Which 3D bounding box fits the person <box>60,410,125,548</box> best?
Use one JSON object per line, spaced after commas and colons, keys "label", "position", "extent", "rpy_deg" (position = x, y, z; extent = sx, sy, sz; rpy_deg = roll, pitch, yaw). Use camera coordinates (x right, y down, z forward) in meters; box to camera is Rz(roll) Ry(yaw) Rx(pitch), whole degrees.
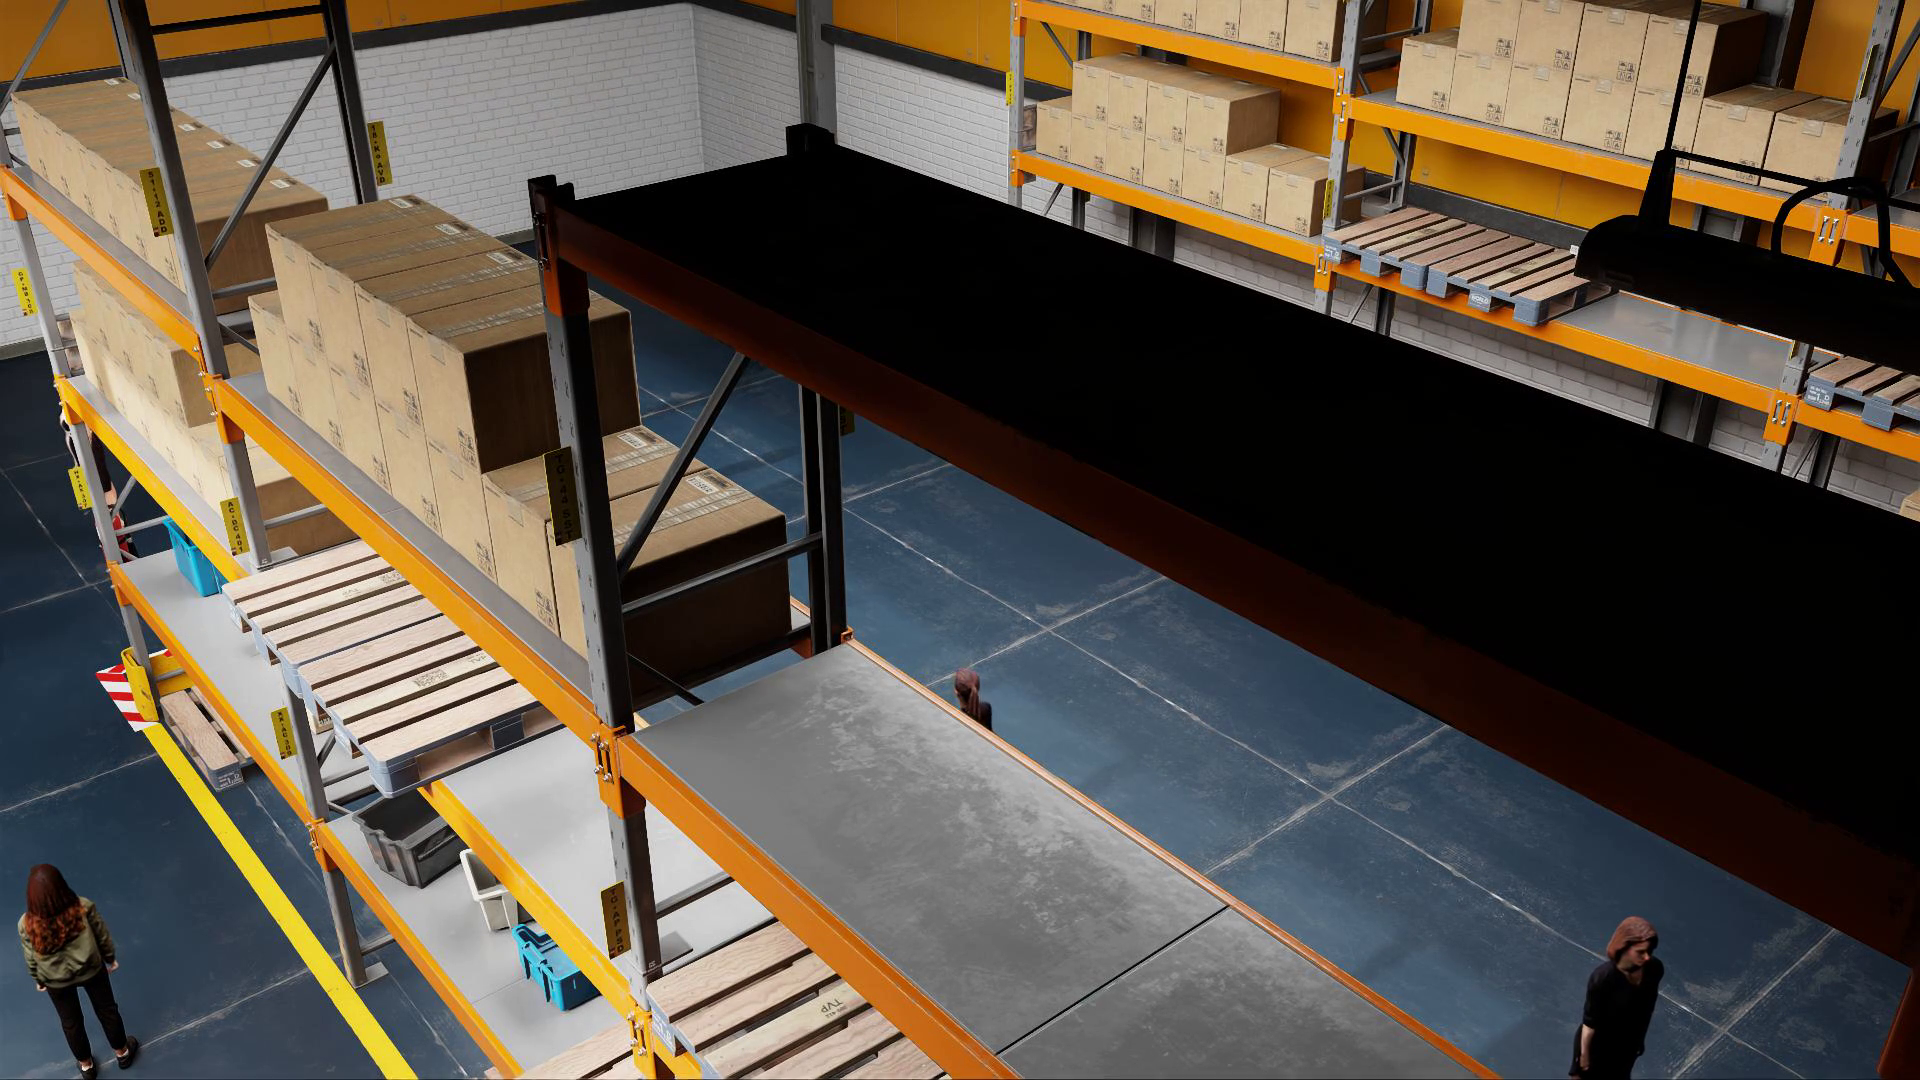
{"label": "person", "position": [-7.834, -0.774, 15.017], "extent": [0.743, 1.756, 0.573], "rpy_deg": [-11, 31, -20]}

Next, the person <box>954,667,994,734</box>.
{"label": "person", "position": [0.086, 1.538, 10.994], "extent": [0.615, 1.550, 0.800], "rpy_deg": [-16, 32, -26]}

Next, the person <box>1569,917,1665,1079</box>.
{"label": "person", "position": [3.423, 2.652, 8.795], "extent": [0.645, 1.701, 0.616], "rpy_deg": [-10, 30, -18]}

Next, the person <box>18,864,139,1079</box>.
{"label": "person", "position": [-5.020, 2.438, 9.422], "extent": [0.625, 1.475, 0.562], "rpy_deg": [-15, 32, -25]}
